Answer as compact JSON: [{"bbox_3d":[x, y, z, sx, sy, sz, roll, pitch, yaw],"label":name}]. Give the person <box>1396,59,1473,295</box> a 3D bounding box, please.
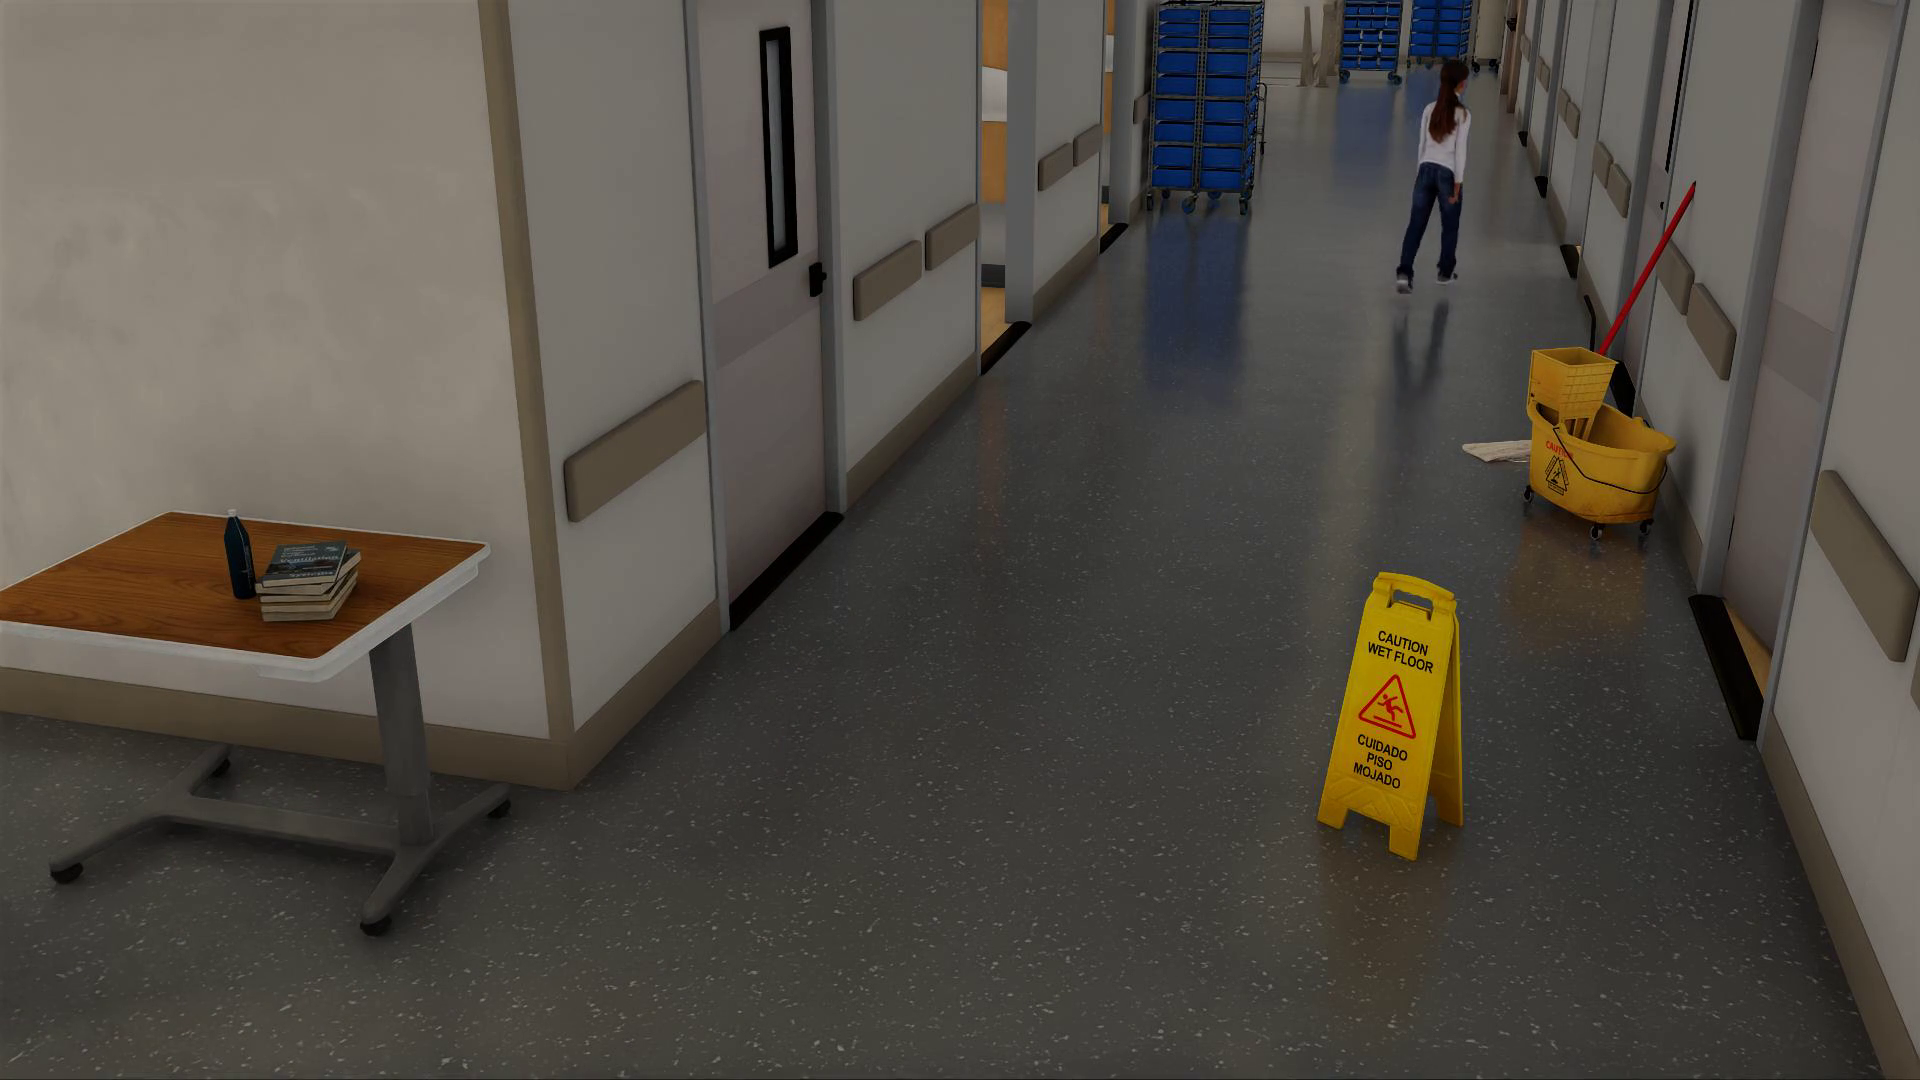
[{"bbox_3d":[3.145,-2.369,11.069,0.781,1.517,1.150,13,25,31],"label":"person"}]
